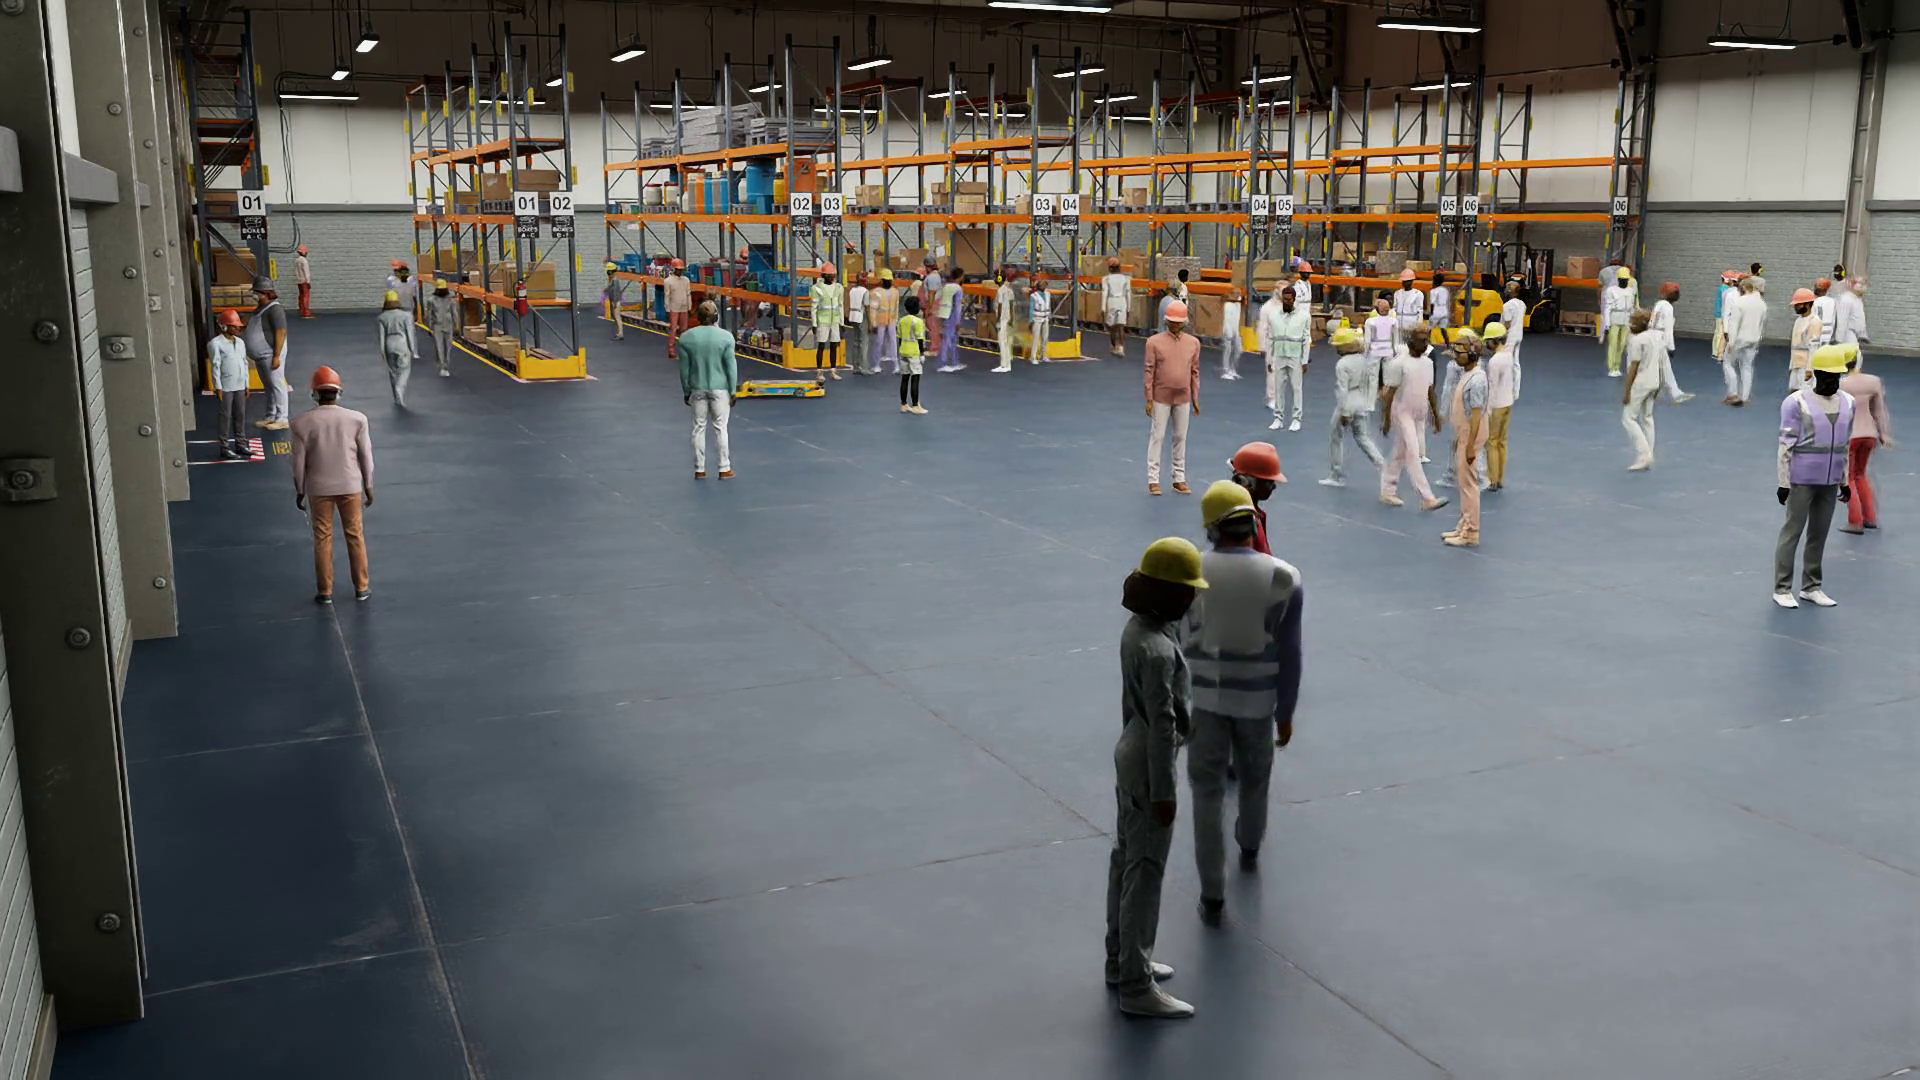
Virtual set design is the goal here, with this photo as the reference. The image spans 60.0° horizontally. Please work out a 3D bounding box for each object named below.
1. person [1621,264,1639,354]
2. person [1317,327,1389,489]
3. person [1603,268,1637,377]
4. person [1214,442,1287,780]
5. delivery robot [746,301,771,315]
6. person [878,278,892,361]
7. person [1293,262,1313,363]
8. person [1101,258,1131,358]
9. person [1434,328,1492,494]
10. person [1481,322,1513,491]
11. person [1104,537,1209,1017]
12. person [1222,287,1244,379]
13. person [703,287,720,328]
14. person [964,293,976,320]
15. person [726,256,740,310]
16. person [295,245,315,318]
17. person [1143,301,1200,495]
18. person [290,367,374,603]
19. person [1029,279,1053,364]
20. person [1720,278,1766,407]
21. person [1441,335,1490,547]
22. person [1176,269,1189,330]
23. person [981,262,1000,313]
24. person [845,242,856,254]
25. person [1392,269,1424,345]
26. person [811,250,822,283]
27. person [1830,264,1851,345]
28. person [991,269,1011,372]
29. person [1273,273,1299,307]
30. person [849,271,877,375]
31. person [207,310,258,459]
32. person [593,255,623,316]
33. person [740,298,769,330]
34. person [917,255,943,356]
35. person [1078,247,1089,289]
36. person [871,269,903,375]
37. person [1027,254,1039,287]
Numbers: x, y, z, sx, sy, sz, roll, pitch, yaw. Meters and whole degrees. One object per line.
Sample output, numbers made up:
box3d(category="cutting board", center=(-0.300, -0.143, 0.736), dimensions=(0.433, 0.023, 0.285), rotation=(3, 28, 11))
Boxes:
box3d(category="person", center=(13.661, -4.716, 34.051), dimensions=(0.407, 1.832, 0.577), rotation=(-1, 11, -6))
box3d(category="person", center=(4.136, -1.364, 17.338), dimensions=(0.489, 1.702, 0.794), rotation=(-10, 15, -42))
box3d(category="person", center=(11.685, -3.835, 29.462), dimensions=(0.632, 1.934, 0.593), rotation=(-3, 12, -17))
box3d(category="person", center=(1.457, 0.364, 8.457), dimensions=(0.355, 1.738, 0.574), rotation=(2, 11, 10))
box3d(category="delivery robot", center=(-5.560, -6.446, 45.831), dimensions=(0.707, 0.478, 0.477), rotation=(9, 15, 38))
box3d(category="person", center=(-1.452, -4.314, 32.478), dimensions=(0.312, 1.639, 0.512), rotation=(-1, 11, -5))
box3d(category="person", center=(6.590, -4.354, 31.920), dimensions=(0.357, 1.936, 0.551), rotation=(9, 14, 38))
box3d(category="person", center=(3.149, -4.663, 33.411), dimensions=(0.629, 1.979, 1.058), rotation=(-1, 11, -7))
box3d(category="person", center=(5.243, -1.335, 17.189), dimensions=(0.490, 1.711, 0.852), rotation=(-7, 13, -31))
box3d(category="person", center=(5.557, -1.383, 17.288), dimensions=(0.339, 1.754, 0.531), rotation=(9, 14, 37))
box3d(category="person", center=(0.715, 0.843, 6.026), dimensions=(0.331, 1.735, 0.490), rotation=(-1, 11, -4))
box3d(category="person", center=(4.728, -3.576, 28.812), dimensions=(0.425, 1.613, 0.511), rotation=(11, 15, 43))
box3d(category="person", center=(-4.225, -3.451, 28.093), dimensions=(0.310, 1.638, 0.523), rotation=(-6, 13, -28))
box3d(category="person", center=(0.295, -6.769, 44.953), dimensions=(0.523, 1.638, 0.311), rotation=(-8, 14, -37))
box3d(category="person", center=(-6.775, -7.658, 49.504), dimensions=(0.277, 1.627, 0.518), rotation=(9, 14, 39))
box3d(category="person", center=(-18.008, -7.077, 45.652), dimensions=(0.400, 1.990, 0.619), rotation=(-11, 15, -43))
box3d(category="person", center=(2.174, -1.449, 17.031), dimensions=(0.608, 1.987, 0.391), rotation=(-3, 11, -14))
box3d(category="person", center=(-4.643, -0.407, 12.334), dimensions=(0.572, 1.748, 0.335), rotation=(-5, 12, -23))
box3d(category="person", center=(1.537, -4.187, 31.883), dimensions=(0.528, 1.637, 0.329), rotation=(-10, 15, -42))
box3d(category="person", center=(11.665, -2.940, 24.800), dimensions=(0.664, 1.910, 0.551), rotation=(-4, 12, -19))
box3d(category="person", center=(4.402, -0.857, 14.420), dimensions=(0.337, 1.838, 0.513), rotation=(2, 11, 10))
box3d(category="person", center=(4.712, -4.929, 35.485), dimensions=(0.320, 1.687, 0.537), rotation=(-2, 11, -9))
box3d(category="person", center=(0.710, -6.562, 43.266), dimensions=(0.642, 1.891, 0.425), rotation=(-7, 13, -33))
box3d(category="person", center=(-3.200, -7.625, 48.304), dimensions=(0.389, 2.034, 0.605), rotation=(2, 11, 12))
box3d(category="person", center=(7.528, -3.604, 28.114), dimensions=(0.552, 1.934, 0.364), rotation=(11, 15, 43))
box3d(category="person", center=(-4.478, -8.155, 51.738), dimensions=(0.349, 1.743, 0.563), rotation=(2, 11, 11))
box3d(category="person", center=(17.443, -4.539, 33.071), dimensions=(0.328, 1.861, 0.510), rotation=(-2, 11, -12))
box3d(category="person", center=(0.750, -3.983, 30.252), dimensions=(0.328, 1.861, 0.503), rotation=(3, 11, 13))
box3d(category="person", center=(5.787, -3.798, 29.410), dimensions=(0.535, 1.811, 0.773), rotation=(-4, 12, -21))
box3d(category="person", center=(-1.762, -3.852, 29.599), dimensions=(0.389, 1.847, 0.563), rotation=(-8, 14, -36))
box3d(category="person", center=(-8.568, -1.831, 19.597), dimensions=(0.349, 1.744, 0.564), rotation=(4, 12, 17))
box3d(category="person", center=(-9.751, -7.084, 46.387), dimensions=(0.891, 1.714, 0.560), rotation=(-5, 12, -23))
box3d(category="person", center=(-4.931, -5.911, 40.084), dimensions=(0.655, 1.839, 0.919), rotation=(-5, 12, -24))
box3d(category="person", center=(-0.616, -4.737, 33.602), dimensions=(0.535, 2.000, 0.684), rotation=(0, 11, 2))
box3d(category="person", center=(3.628, -7.775, 49.466), dimensions=(0.359, 1.880, 0.575), rotation=(-7, 13, -33))
box3d(category="person", center=(-1.333, -3.919, 29.883), dimensions=(0.599, 1.881, 0.928), rotation=(-6, 13, -28))
box3d(category="person", center=(2.203, -7.354, 47.669), dimensions=(0.534, 1.751, 0.628), rotation=(-5, 12, -22))
